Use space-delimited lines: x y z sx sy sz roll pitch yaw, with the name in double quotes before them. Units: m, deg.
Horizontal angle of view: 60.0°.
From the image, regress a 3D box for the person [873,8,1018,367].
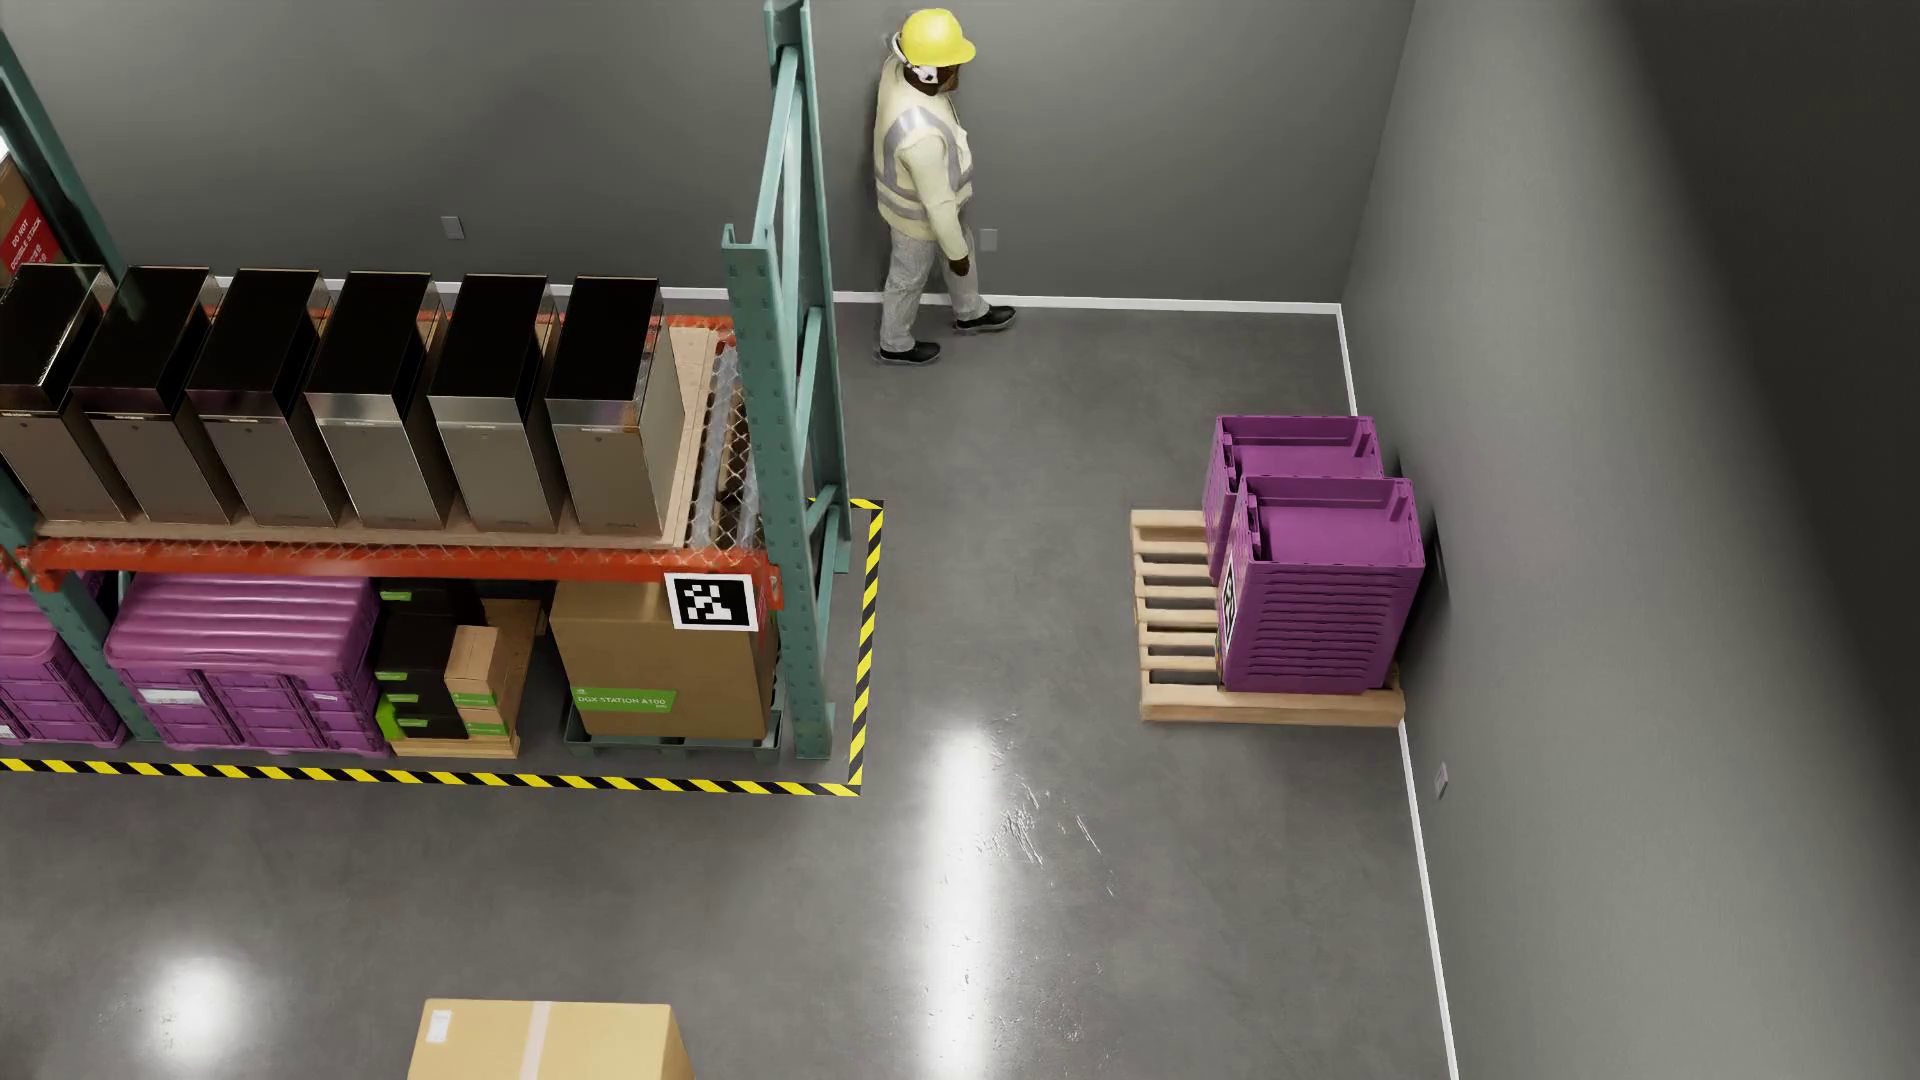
"person" -0.027 -1.404 6.880 0.771 1.803 0.630 -5 52 -4
